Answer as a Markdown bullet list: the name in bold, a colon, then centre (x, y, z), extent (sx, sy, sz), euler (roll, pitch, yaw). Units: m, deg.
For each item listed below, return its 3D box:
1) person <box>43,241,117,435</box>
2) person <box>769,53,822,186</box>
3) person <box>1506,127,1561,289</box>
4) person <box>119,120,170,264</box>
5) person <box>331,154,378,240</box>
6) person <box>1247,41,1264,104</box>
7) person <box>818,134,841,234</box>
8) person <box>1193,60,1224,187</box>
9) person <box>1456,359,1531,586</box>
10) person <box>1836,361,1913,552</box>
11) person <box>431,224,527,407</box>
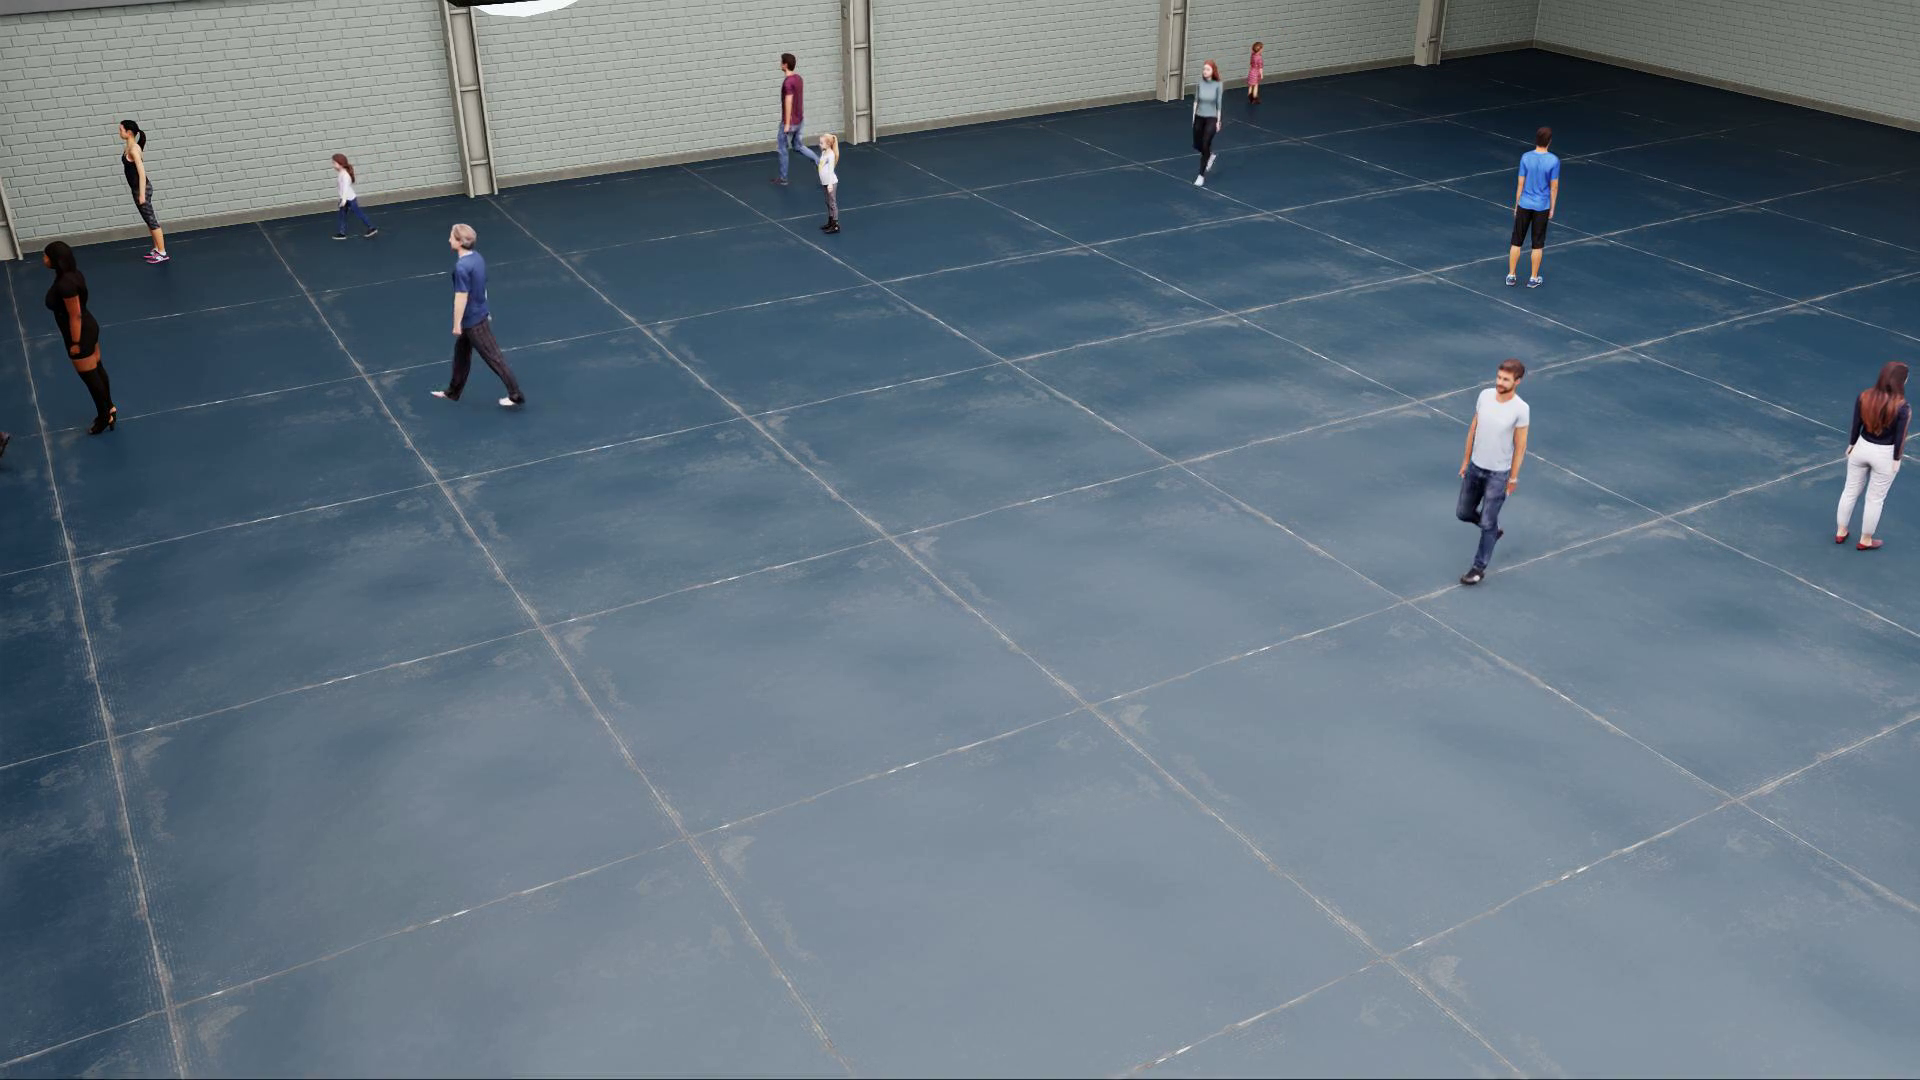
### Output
- **person**: centre (-8.275, -1.917, 15.655), extent (0.680, 1.855, 0.700), euler (-7, 28, -14)
- **person**: centre (-2.300, -5.904, 23.427), extent (1.130, 1.829, 1.088), euler (8, 28, 15)
- **person**: centre (6.719, -3.899, 19.488), extent (0.706, 1.869, 0.735), euler (13, 30, 23)
- **person**: centre (-10.023, -4.287, 20.395), extent (0.539, 1.729, 0.572), euler (-16, 31, -29)
- **person**: centre (-7.784, -4.399, 21.315), extent (0.816, 1.088, 0.533), euler (-21, 34, -35)
- **person**: centre (5.027, -7.967, 28.316), extent (0.438, 1.021, 0.434), euler (-16, 31, -28)
- **person**: centre (-1.683, -4.633, 21.562), extent (0.516, 1.277, 0.500), euler (-11, 29, -20)
- **person**: centre (3.524, -5.921, 23.569), extent (0.849, 1.729, 1.021), euler (15, 31, 27)
- **person**: centre (4.202, -0.563, 13.025), extent (0.903, 1.856, 0.740), euler (-21, 34, -35)
- **person**: centre (7.453, -0.688, 13.539), extent (0.556, 1.608, 0.617), euler (-18, 32, -31)
- **person**: centre (-4.607, -2.110, 16.077), extent (1.291, 1.812, 1.077), euler (0, 27, 1)
